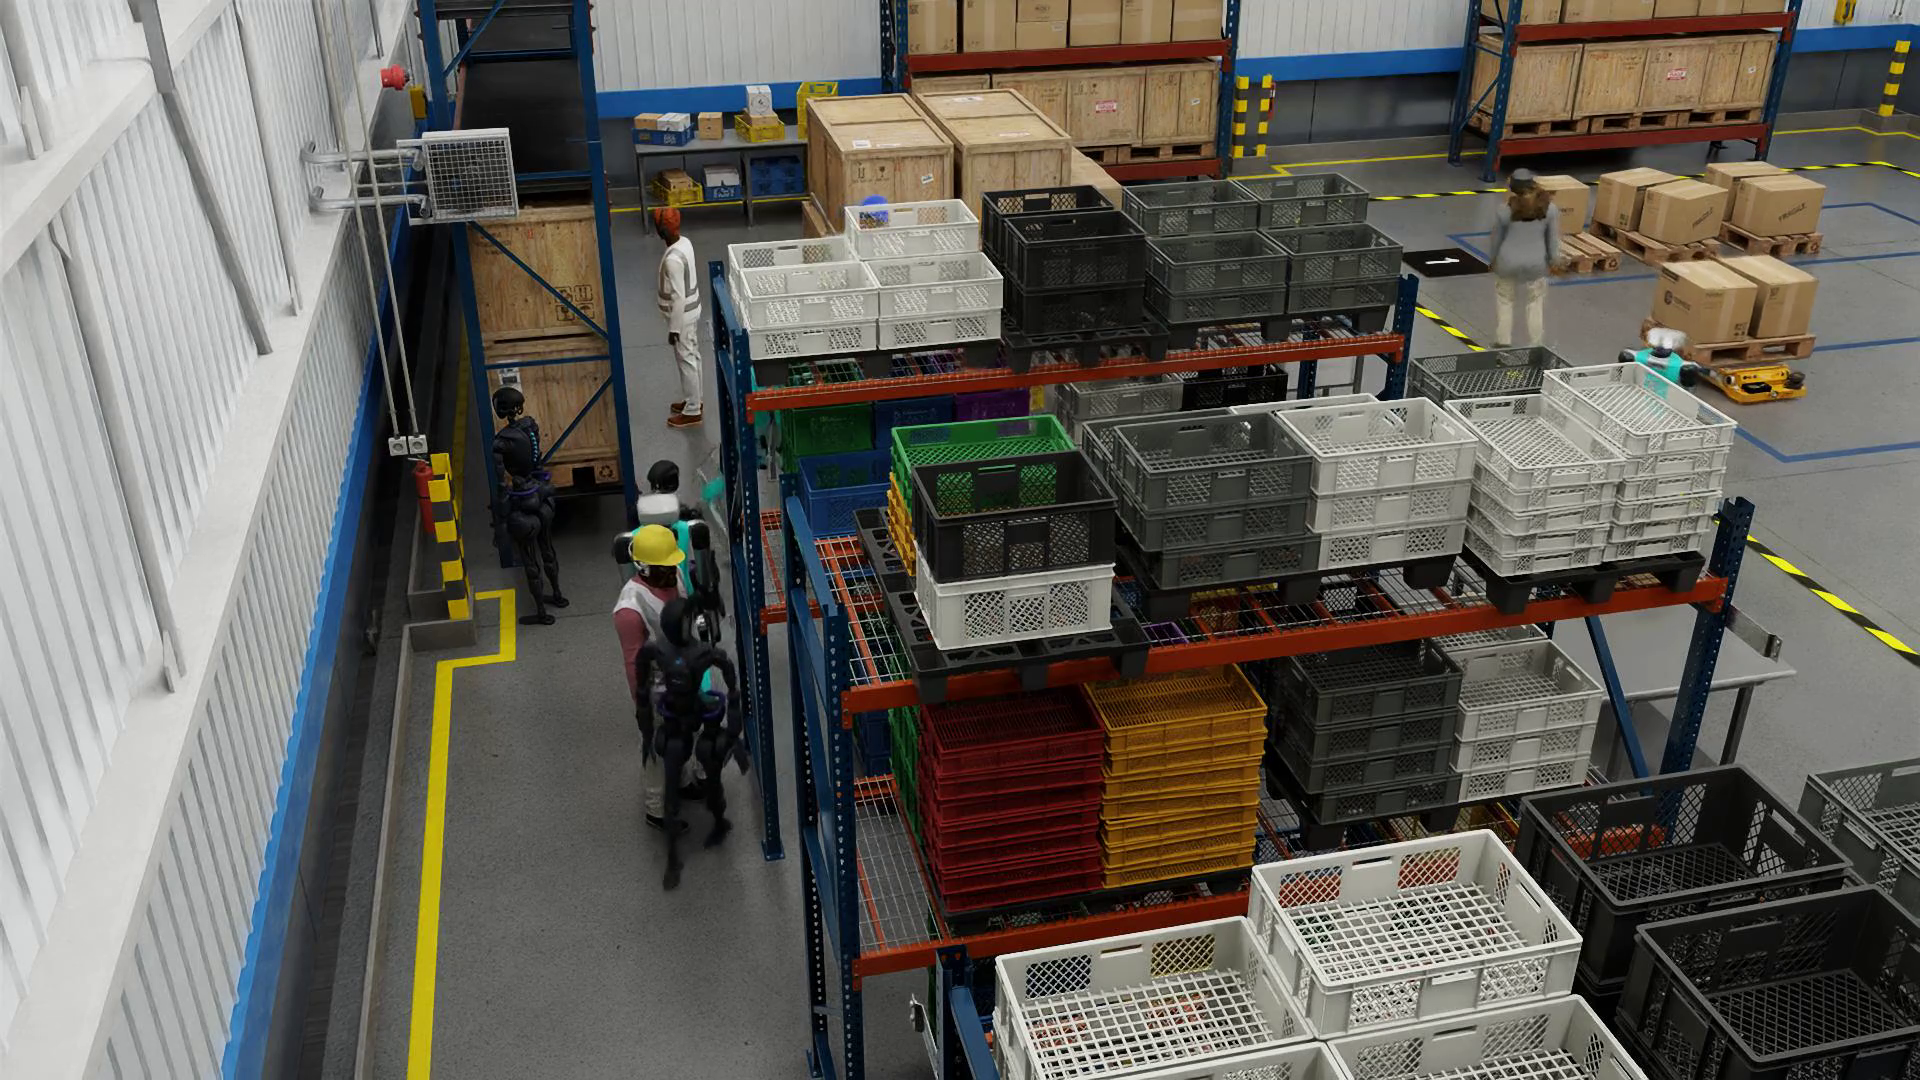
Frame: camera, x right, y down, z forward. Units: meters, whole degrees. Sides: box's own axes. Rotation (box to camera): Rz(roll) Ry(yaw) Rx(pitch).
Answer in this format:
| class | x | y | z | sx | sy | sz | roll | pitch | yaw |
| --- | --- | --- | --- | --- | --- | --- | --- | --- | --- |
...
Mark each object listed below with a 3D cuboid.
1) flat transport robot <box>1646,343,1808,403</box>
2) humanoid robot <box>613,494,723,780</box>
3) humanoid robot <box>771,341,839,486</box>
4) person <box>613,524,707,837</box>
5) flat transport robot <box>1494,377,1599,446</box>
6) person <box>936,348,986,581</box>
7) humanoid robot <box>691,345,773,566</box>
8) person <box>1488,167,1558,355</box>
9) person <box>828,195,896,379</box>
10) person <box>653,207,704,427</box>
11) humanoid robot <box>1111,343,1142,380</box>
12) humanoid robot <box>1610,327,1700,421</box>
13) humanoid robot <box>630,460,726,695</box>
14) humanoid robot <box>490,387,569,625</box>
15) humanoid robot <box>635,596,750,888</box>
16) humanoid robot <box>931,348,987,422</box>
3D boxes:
| class | x | y | z | sx | sy | sz | roll | pitch | yaw |
| --- | --- | --- | --- | --- | --- | --- | --- | --- | --- |
| flat transport robot | 6.950 | -1.629 | 15.107 | 0.652 | 0.197 | 1.431 | -6 | 28 | -12 |
| humanoid robot | -1.552 | 0.667 | 9.231 | 0.542 | 1.819 | 0.673 | -9 | 29 | -16 |
| humanoid robot | -0.963 | -0.599 | 11.645 | 0.772 | 1.809 | 0.538 | -19 | 33 | -32 |
| person | -1.591 | 0.731 | 8.981 | 0.404 | 1.829 | 0.598 | 8 | 29 | 14 |
| flat transport robot | 4.780 | -1.036 | 14.013 | 0.659 | 0.231 | 1.431 | -6 | 28 | -12 |
| person | 0.034 | -0.292 | 10.761 | 0.512 | 2.014 | 0.686 | -4 | 28 | -8 |
| humanoid robot | -1.608 | -0.575 | 11.651 | 0.756 | 1.851 | 0.530 | 14 | 31 | 25 |
| person | 5.197 | -2.550 | 15.312 | 0.683 | 1.726 | 0.438 | 4 | 28 | 7 |
| person | -0.875 | -1.953 | 14.013 | 0.763 | 1.911 | 0.377 | -11 | 30 | -20 |
| person | -2.335 | -1.858 | 13.838 | 0.357 | 1.885 | 0.572 | 0 | 28 | 0 |
| humanoid robot | 1.404 | -1.820 | 14.004 | 0.594 | 1.630 | 0.622 | 3 | 28 | 5 |
| humanoid robot | 4.888 | -0.777 | 11.801 | 0.533 | 1.677 | 0.735 | 16 | 32 | 28 |
| humanoid robot | -1.695 | 0.268 | 10.013 | 0.583 | 1.649 | 0.344 | 10 | 29 | 17 |
| humanoid robot | -2.865 | -0.228 | 10.952 | 0.315 | 1.657 | 0.599 | 8 | 29 | 14 |
| humanoid robot | -1.385 | 1.022 | 8.632 | 0.583 | 1.642 | 0.633 | 1 | 28 | 2 |
| humanoid robot | 0.114 | -0.575 | 11.459 | 0.530 | 1.690 | 0.744 | -11 | 30 | -21 |
